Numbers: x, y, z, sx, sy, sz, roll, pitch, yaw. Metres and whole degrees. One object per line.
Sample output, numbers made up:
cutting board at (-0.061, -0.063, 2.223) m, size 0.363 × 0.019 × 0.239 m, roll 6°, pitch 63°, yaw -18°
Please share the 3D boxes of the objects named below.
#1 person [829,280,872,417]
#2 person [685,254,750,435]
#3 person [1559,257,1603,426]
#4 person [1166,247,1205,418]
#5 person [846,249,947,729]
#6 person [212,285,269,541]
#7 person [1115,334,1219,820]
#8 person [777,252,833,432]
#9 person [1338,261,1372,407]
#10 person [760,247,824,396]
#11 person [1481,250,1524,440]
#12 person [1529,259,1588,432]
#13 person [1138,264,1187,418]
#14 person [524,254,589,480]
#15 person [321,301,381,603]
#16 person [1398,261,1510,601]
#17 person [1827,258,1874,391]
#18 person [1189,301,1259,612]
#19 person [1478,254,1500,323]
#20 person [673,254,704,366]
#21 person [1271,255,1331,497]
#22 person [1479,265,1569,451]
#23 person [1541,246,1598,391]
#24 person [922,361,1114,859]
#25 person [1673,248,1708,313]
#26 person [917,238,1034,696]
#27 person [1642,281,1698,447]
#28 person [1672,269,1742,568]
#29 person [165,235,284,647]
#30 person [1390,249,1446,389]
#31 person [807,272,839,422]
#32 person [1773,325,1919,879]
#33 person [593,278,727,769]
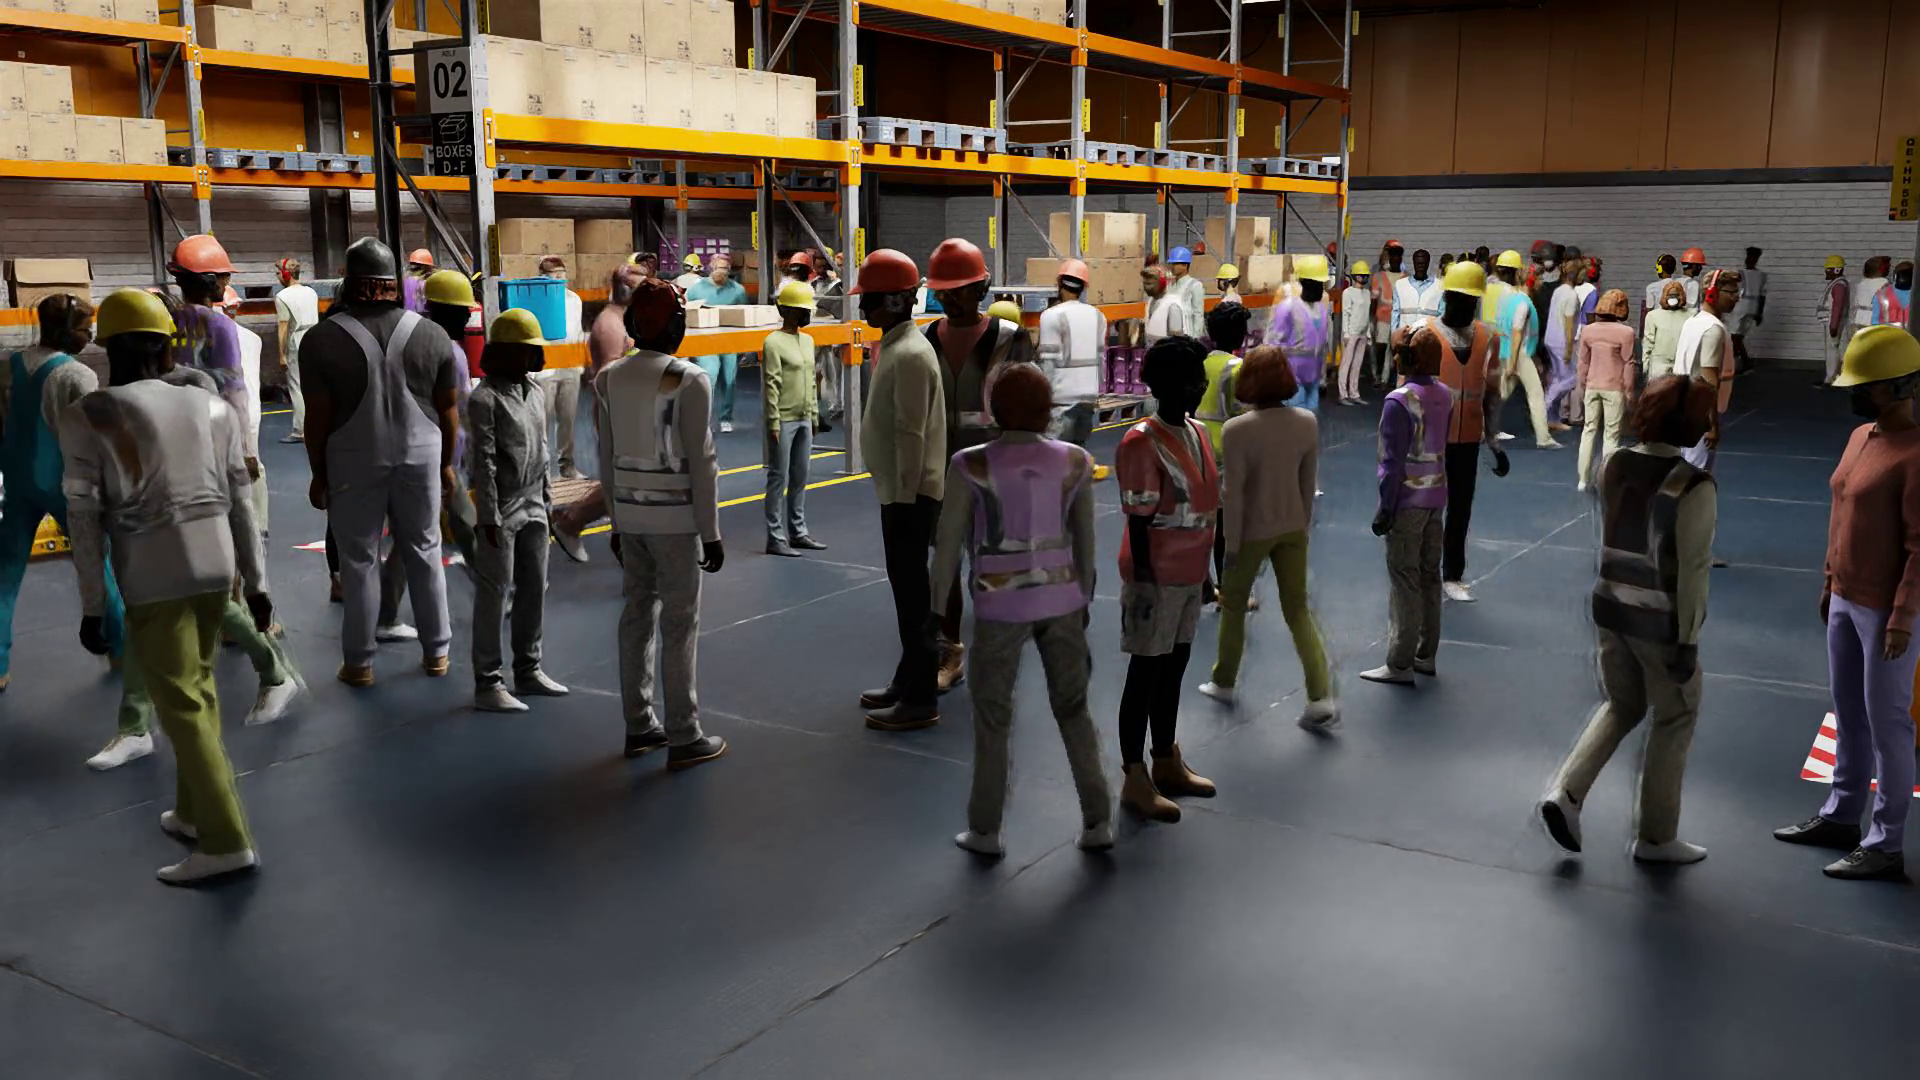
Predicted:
person at (-1.135, -2.186, 18.124) m, size 0.602 × 1.906 × 0.411 m, roll -6°, pitch 12°, yaw -28°
person at (-2.484, -2.014, 17.262) m, size 0.670 × 1.868 × 0.751 m, roll -4°, pitch 11°, yaw -20°
person at (6.762, -2.156, 18.157) m, size 0.394 × 1.836 × 0.561 m, roll -1°, pitch 10°, yaw -4°
person at (2.381, -2.189, 18.013) m, size 0.389 × 1.949 × 0.602 m, roll -7°, pitch 12°, yaw -35°
person at (-0.262, -0.213, 6.969) m, size 0.408 × 1.986 × 0.617 m, roll -1°, pitch 10°, yaw -8°
person at (-4.819, -0.823, 10.981) m, size 0.328 × 1.752 × 0.563 m, roll 1°, pitch 10°, yaw 6°
person at (0.741, 0.122, 5.905) m, size 0.318 × 1.698 × 0.534 m, roll 7°, pitch 12°, yaw 33°
person at (-1.628, -2.046, 17.392) m, size 0.631 × 1.884 × 0.726 m, roll 10°, pitch 14°, yaw 43°
person at (4.858, -2.520, 20.351) m, size 0.524 × 1.769 × 0.316 m, roll -9°, pitch 14°, yaw -41°
person at (-2.176, -2.811, 21.501) m, size 0.845 × 1.933 × 0.617 m, roll -4°, pitch 11°, yaw -20°
person at (5.508, -1.976, 16.937) m, size 0.406 × 1.918 × 0.581 m, roll -3°, pitch 11°, yaw -14°
person at (6.308, -2.029, 17.471) m, size 0.450 × 1.826 × 0.554 m, roll 0°, pitch 10°, yaw -2°
person at (1.776, -1.495, 14.546) m, size 0.491 × 1.810 × 0.708 m, roll -3°, pitch 11°, yaw -16°
person at (-3.361, -1.412, 13.829) m, size 0.403 × 1.906 × 0.652 m, roll 9°, pitch 13°, yaw 39°
person at (-3.420, -0.497, 9.341) m, size 0.317 × 1.693 × 0.536 m, roll 2°, pitch 11°, yaw 13°
person at (2.716, -0.576, 9.253) m, size 0.615 × 1.907 × 0.507 m, roll -2°, pitch 10°, yaw -13°
person at (12.045, -2.846, 22.129) m, size 0.922 × 1.779 × 0.692 m, roll -1°, pitch 10°, yaw -4°
person at (1.432, -0.455, 9.116) m, size 0.322 × 1.692 × 0.530 m, roll -5°, pitch 11°, yaw -27°
person at (6.739, -2.683, 21.039) m, size 0.344 × 1.847 × 0.504 m, roll -3°, pitch 11°, yaw -15°
person at (-3.770, -3.125, 23.547) m, size 0.586 × 1.825 × 0.404 m, roll 4°, pitch 11°, yaw 20°
person at (2.676, -1.288, 13.128) m, size 0.607 × 1.907 × 0.546 m, roll -9°, pitch 13°, yaw -40°
person at (5.384, -1.758, 16.093) m, size 0.968 × 1.799 × 0.560 m, roll 2°, pitch 10°, yaw 10°
person at (8.191, -2.959, 22.028) m, size 0.690 × 2.000 × 1.103 m, roll -5°, pitch 12°, yaw -27°
person at (0.188, 0.250, 5.393) m, size 0.578 × 1.637 × 0.340 m, roll -3°, pitch 11°, yaw -16°
person at (8.346, -2.381, 19.140) m, size 0.385 × 1.931 × 0.545 m, roll -1°, pitch 10°, yaw -6°
person at (0.021, -0.298, 7.319) m, size 0.613 × 2.033 × 0.410 m, roll 4°, pitch 11°, yaw 21°
person at (6.970, -1.724, 16.341) m, size 0.504 × 1.623 × 0.298 m, roll 3°, pitch 11°, yaw 16°
person at (4.618, -0.761, 10.400) m, size 0.389 × 1.841 × 0.564 m, roll 2°, pitch 10°, yaw 11°
person at (-3.734, -0.487, 8.319) m, size 0.605 × 2.045 × 0.378 m, roll 6°, pitch 12°, yaw 29°
person at (5.080, -2.256, 18.469) m, size 0.593 × 1.919 × 0.392 m, roll 2°, pitch 11°, yaw 13°
person at (-1.641, -2.133, 18.313) m, size 0.427 × 1.752 × 0.579 m, roll 3°, pitch 11°, yaw 16°
person at (2.894, 0.200, 5.310) m, size 0.325 × 1.760 × 0.523 m, roll 0°, pitch 10°, yaw 2°
person at (-1.151, -0.061, 6.420) m, size 0.575 × 1.880 × 0.360 m, roll 7°, pitch 13°, yaw 35°
